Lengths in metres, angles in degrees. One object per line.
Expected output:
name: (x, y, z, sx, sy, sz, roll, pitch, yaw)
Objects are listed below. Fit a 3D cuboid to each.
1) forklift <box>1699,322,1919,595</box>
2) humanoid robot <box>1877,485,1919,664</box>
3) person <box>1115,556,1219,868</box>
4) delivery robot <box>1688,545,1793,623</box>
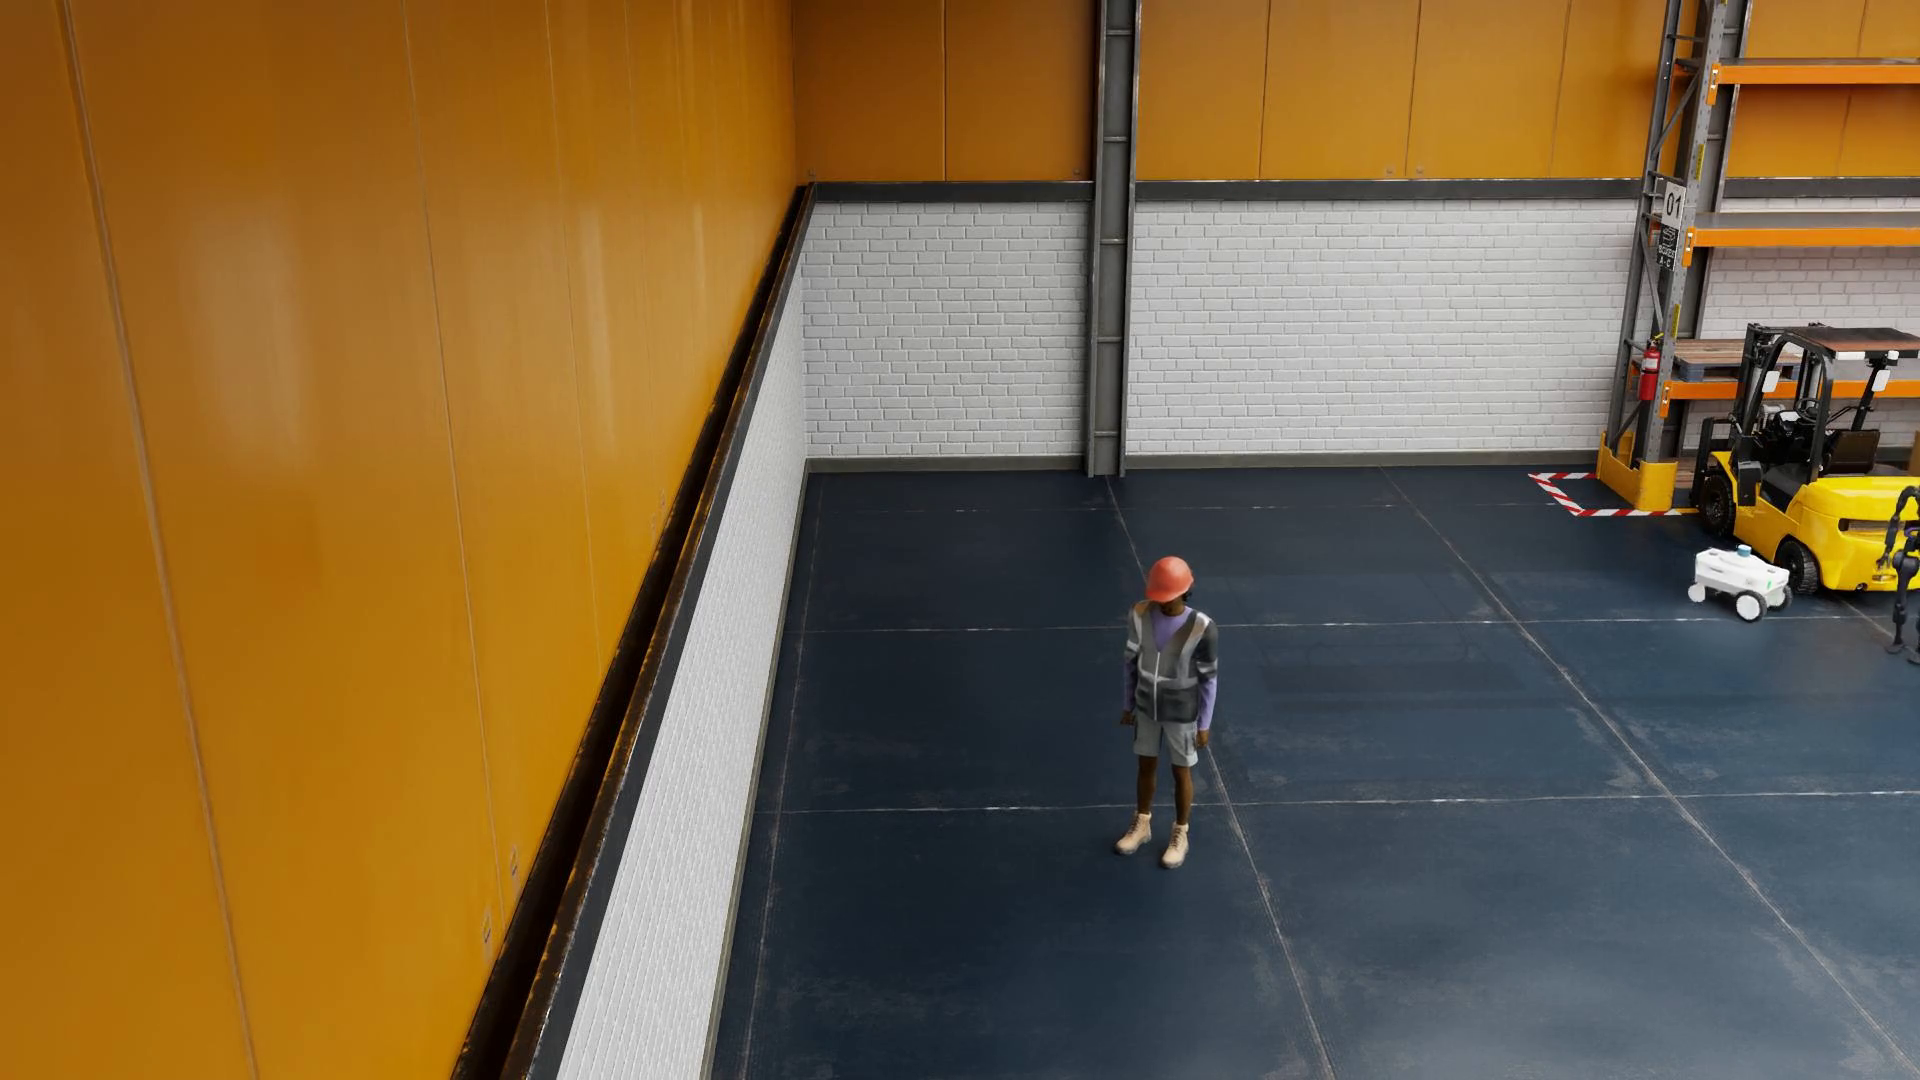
forklift: (7.809, -0.792, 14.926, 1.214, 2.155, 2.313, -1, 20, -2)
humanoid robot: (7.598, 0.134, 13.141, 0.348, 1.647, 0.616, -17, 26, -39)
person: (1.255, 1.043, 10.179, 0.606, 2.036, 0.399, 13, 24, 32)
delivery robot: (6.674, 0.348, 14.206, 0.499, 0.602, 0.801, -15, 25, -34)
